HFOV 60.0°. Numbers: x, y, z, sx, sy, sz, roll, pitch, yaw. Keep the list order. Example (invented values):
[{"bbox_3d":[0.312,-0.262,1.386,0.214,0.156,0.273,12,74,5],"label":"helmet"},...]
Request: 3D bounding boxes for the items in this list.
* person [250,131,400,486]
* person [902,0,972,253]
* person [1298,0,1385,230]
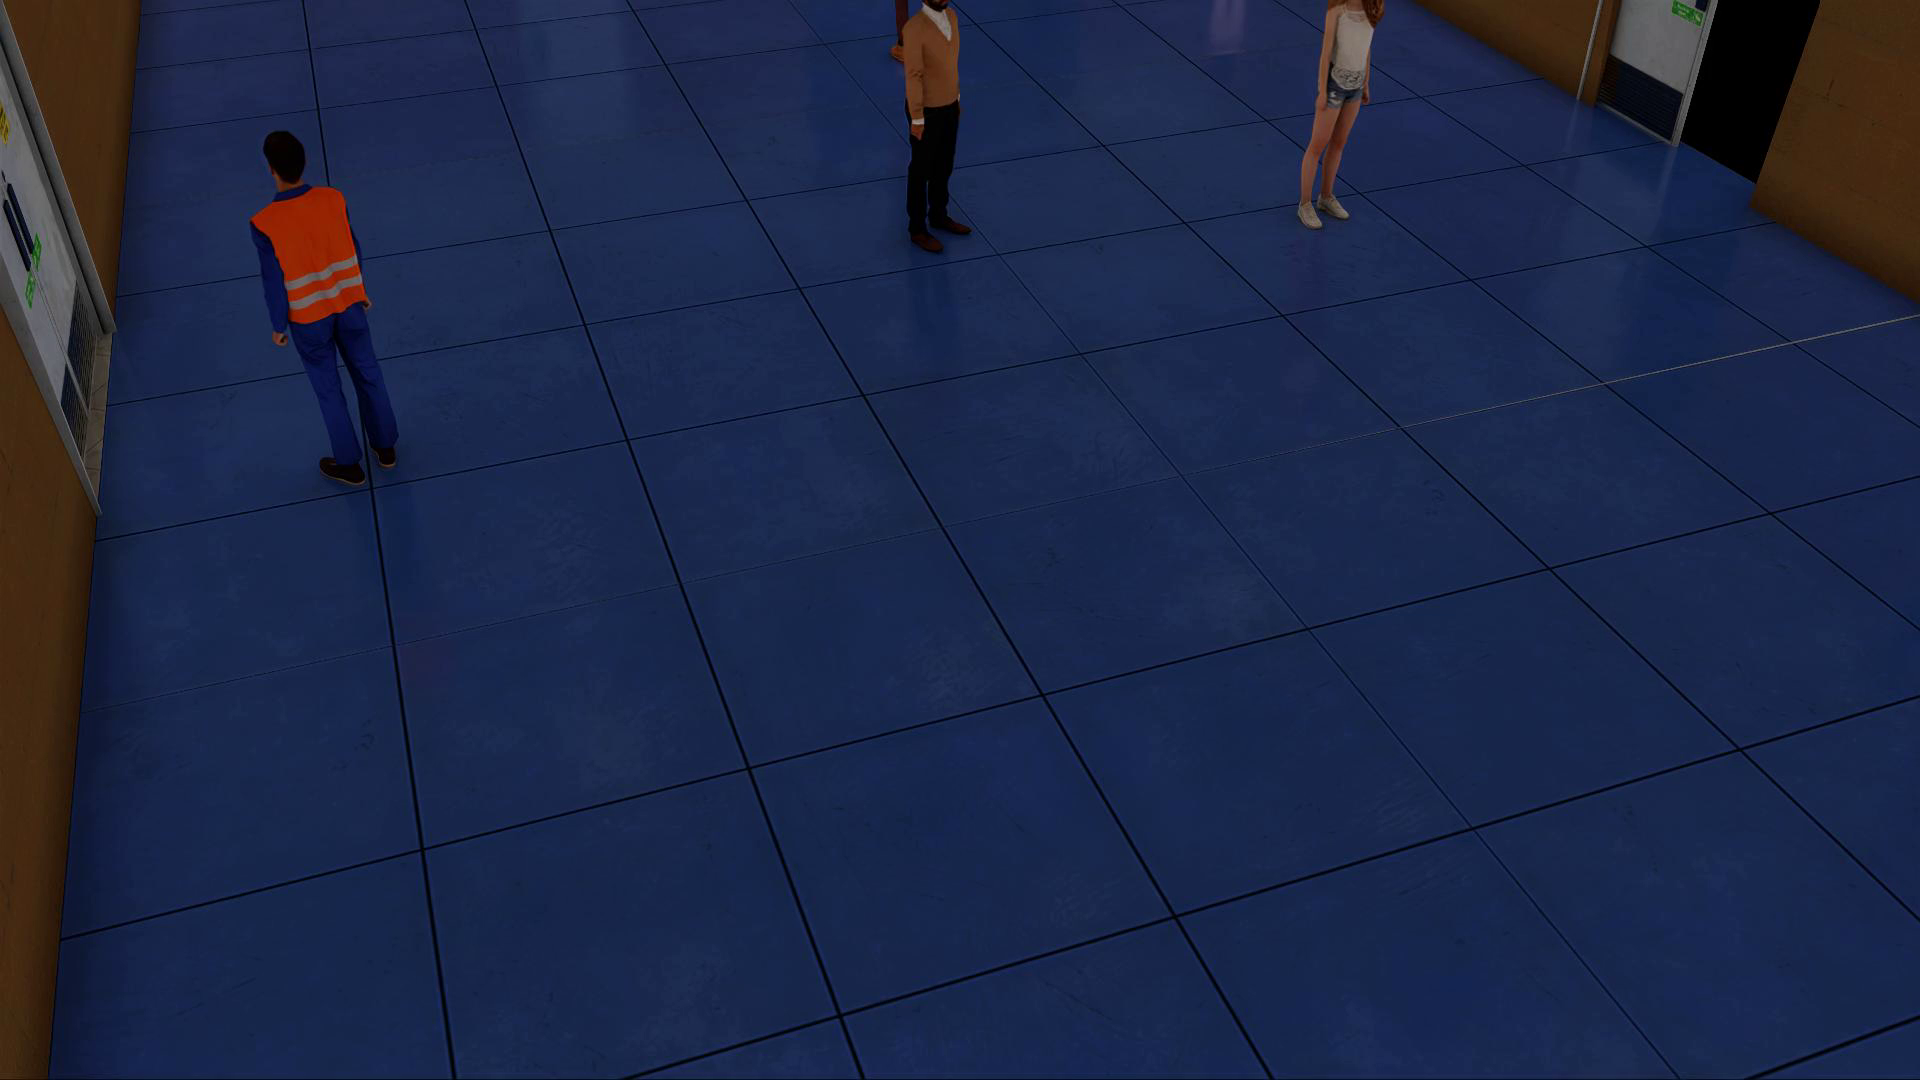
[{"bbox_3d":[-3.140,-1.129,8.215,0.841,1.864,0.721,28,45,32],"label":"person"},{"bbox_3d":[-0.166,-2.702,10.403,0.815,1.754,0.725,21,42,26],"label":"person"},{"bbox_3d":[2.417,-2.884,10.642,0.509,1.759,0.669,-20,41,-24],"label":"person"}]
